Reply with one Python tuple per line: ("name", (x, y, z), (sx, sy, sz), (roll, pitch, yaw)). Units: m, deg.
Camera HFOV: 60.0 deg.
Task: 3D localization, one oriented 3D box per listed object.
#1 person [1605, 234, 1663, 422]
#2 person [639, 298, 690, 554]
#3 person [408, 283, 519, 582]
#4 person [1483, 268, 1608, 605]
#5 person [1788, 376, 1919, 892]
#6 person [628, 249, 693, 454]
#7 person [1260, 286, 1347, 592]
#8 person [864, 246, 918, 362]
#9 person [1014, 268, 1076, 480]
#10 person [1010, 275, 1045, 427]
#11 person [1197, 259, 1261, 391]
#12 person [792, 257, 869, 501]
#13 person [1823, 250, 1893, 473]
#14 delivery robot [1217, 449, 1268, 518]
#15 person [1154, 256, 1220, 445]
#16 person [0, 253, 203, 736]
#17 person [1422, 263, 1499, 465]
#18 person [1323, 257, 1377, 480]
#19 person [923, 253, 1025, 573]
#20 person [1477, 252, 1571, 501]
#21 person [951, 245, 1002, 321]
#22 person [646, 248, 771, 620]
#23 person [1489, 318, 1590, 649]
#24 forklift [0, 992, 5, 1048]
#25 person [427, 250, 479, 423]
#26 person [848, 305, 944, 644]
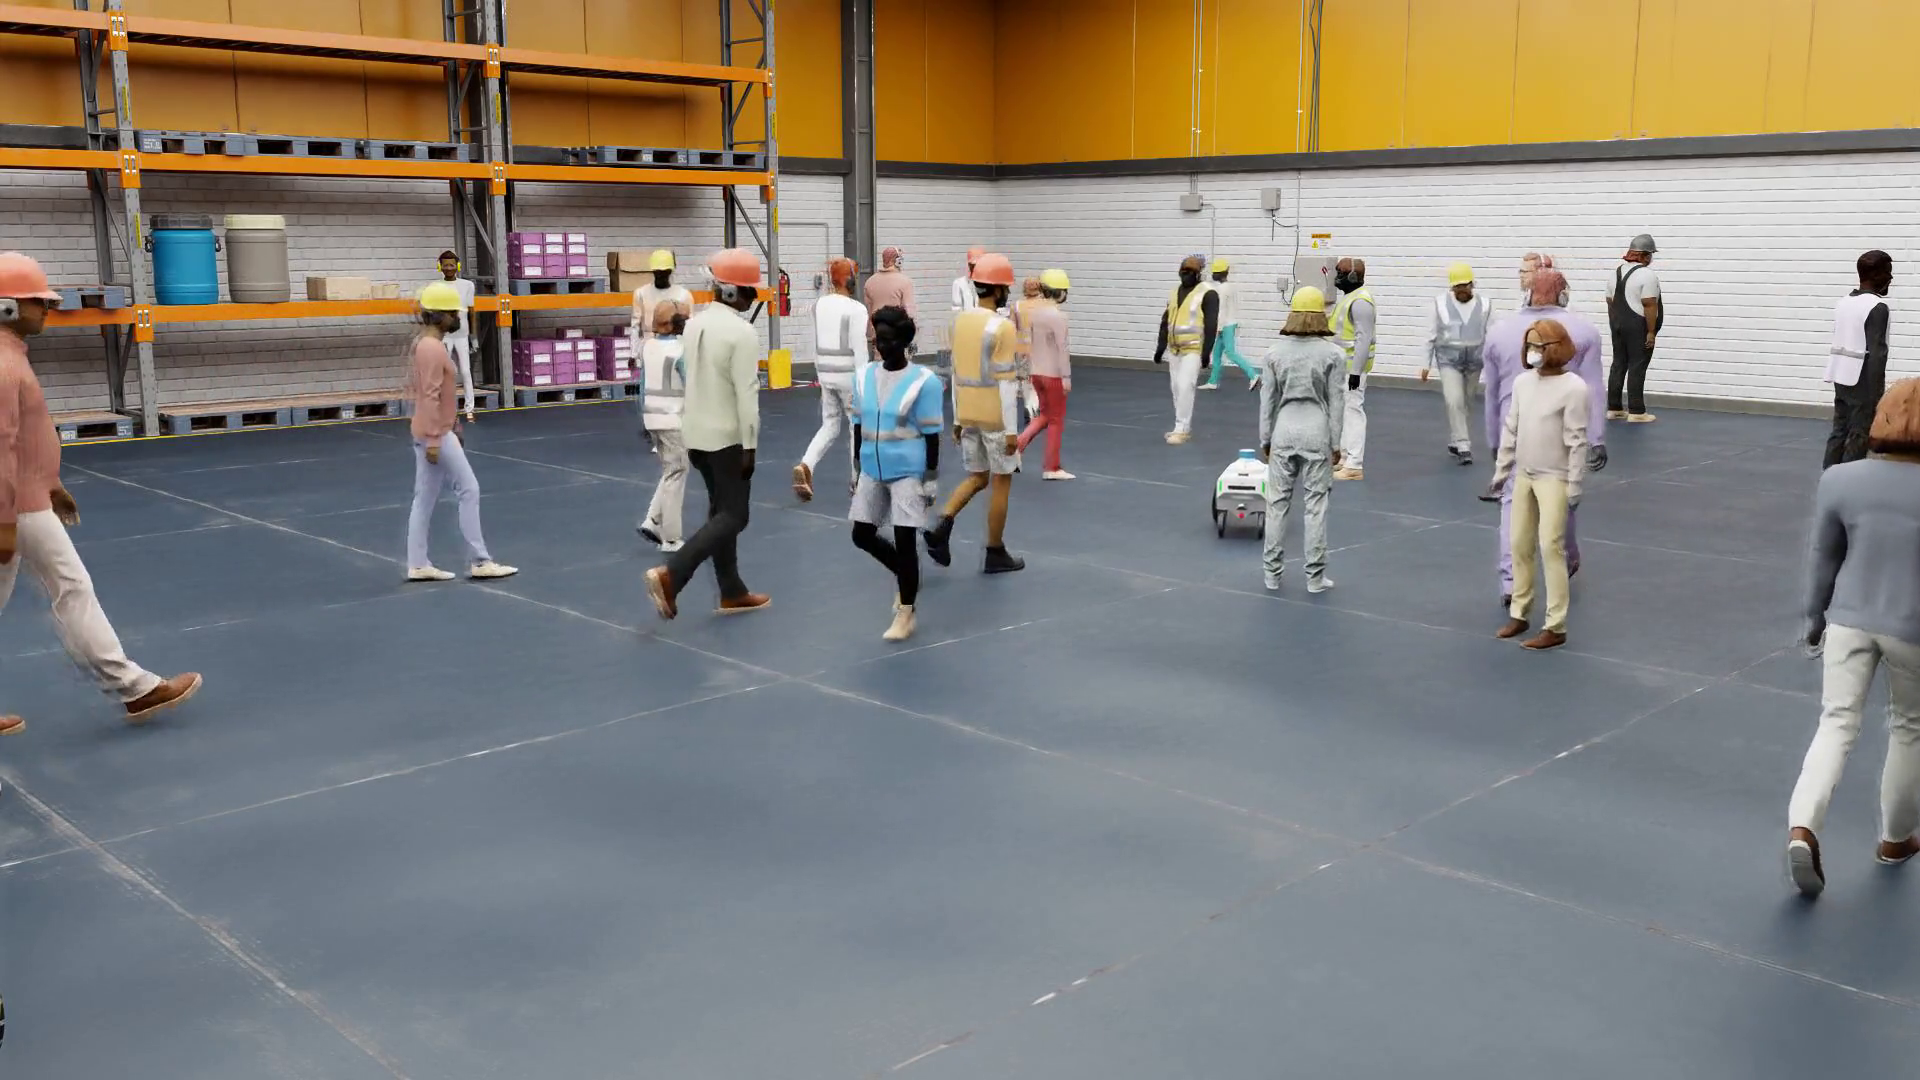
("person", (7.400, -2.314, 18.161), (0.536, 2.000, 0.688), (-3, 11, -17))
("person", (-1.824, -0.715, 10.581), (0.374, 1.625, 0.543), (-10, 14, -43))
("person", (-2.918, -0.617, 9.695), (0.736, 1.737, 0.553), (-4, 11, -19))
("person", (3.276, -0.583, 9.288), (0.705, 1.831, 1.019), (6, 12, 30))
("person", (2.849, 0.292, 5.172), (0.801, 1.601, 0.505), (-10, 14, -43))
("person", (-2.789, -1.795, 15.721), (0.594, 1.900, 0.882), (3, 11, 15))
("person", (1.957, -0.570, 9.497), (0.486, 1.737, 0.320), (5, 12, 26))
("person", (-0.700, -2.148, 17.624), (0.642, 1.909, 0.410), (7, 13, 34))
("person", (0.697, -1.348, 13.686), (0.487, 1.755, 0.536), (-5, 12, -26))
("person", (0.748, -1.961, 17.410), (0.524, 1.617, 0.705), (4, 11, 20))
("person", (3.536, -2.792, 21.641), (0.819, 1.724, 0.562), (4, 11, 20))
("person", (-0.927, -1.190, 12.531), (0.591, 1.862, 0.749), (8, 13, 36))
("person", (6.370, -1.086, 11.801), (0.388, 1.919, 0.594), (0, 10, 1))
("delivery robot", (1.967, -0.379, 11.410), (0.477, 0.478, 0.707), (3, 11, 15))
("person", (2.196, -1.837, 16.165), (0.476, 1.816, 0.677), (-7, 13, -35))
("person", (-3.706, -0.171, 6.722), (1.004, 1.939, 0.628), (-7, 13, -34))
("person", (4.483, -1.559, 14.748), (0.684, 1.769, 0.839), (0, 10, 1))
("person", (3.219, -1.419, 13.828), (0.429, 1.842, 0.637), (0, 10, 1))
("person", (0.112, -0.728, 9.844), (0.601, 1.917, 0.556), (-9, 13, -39))
("person", (4.188, -1.186, 12.411), (0.660, 1.887, 0.671), (-1, 10, -7))
("person", (0.177, -2.226, 18.023), (0.545, 1.920, 0.446), (2, 11, 13))
("person", (-1.306, -0.524, 8.621), (0.776, 1.961, 0.658), (-10, 14, -42))
("person", (2.877, -0.286, 8.251), (0.314, 1.622, 0.502), (-4, 11, -20))
("forklift", (-3.245, 0.323, 3.363), (2.313, 2.155, 1.214), (2, 11, 13))
("person", (-5.472, -2.186, 17.967), (0.516, 1.860, 0.319), (-2, 11, -13))
("person", (-0.299, -0.340, 8.355), (0.539, 1.679, 0.432), (6, 12, 32))
